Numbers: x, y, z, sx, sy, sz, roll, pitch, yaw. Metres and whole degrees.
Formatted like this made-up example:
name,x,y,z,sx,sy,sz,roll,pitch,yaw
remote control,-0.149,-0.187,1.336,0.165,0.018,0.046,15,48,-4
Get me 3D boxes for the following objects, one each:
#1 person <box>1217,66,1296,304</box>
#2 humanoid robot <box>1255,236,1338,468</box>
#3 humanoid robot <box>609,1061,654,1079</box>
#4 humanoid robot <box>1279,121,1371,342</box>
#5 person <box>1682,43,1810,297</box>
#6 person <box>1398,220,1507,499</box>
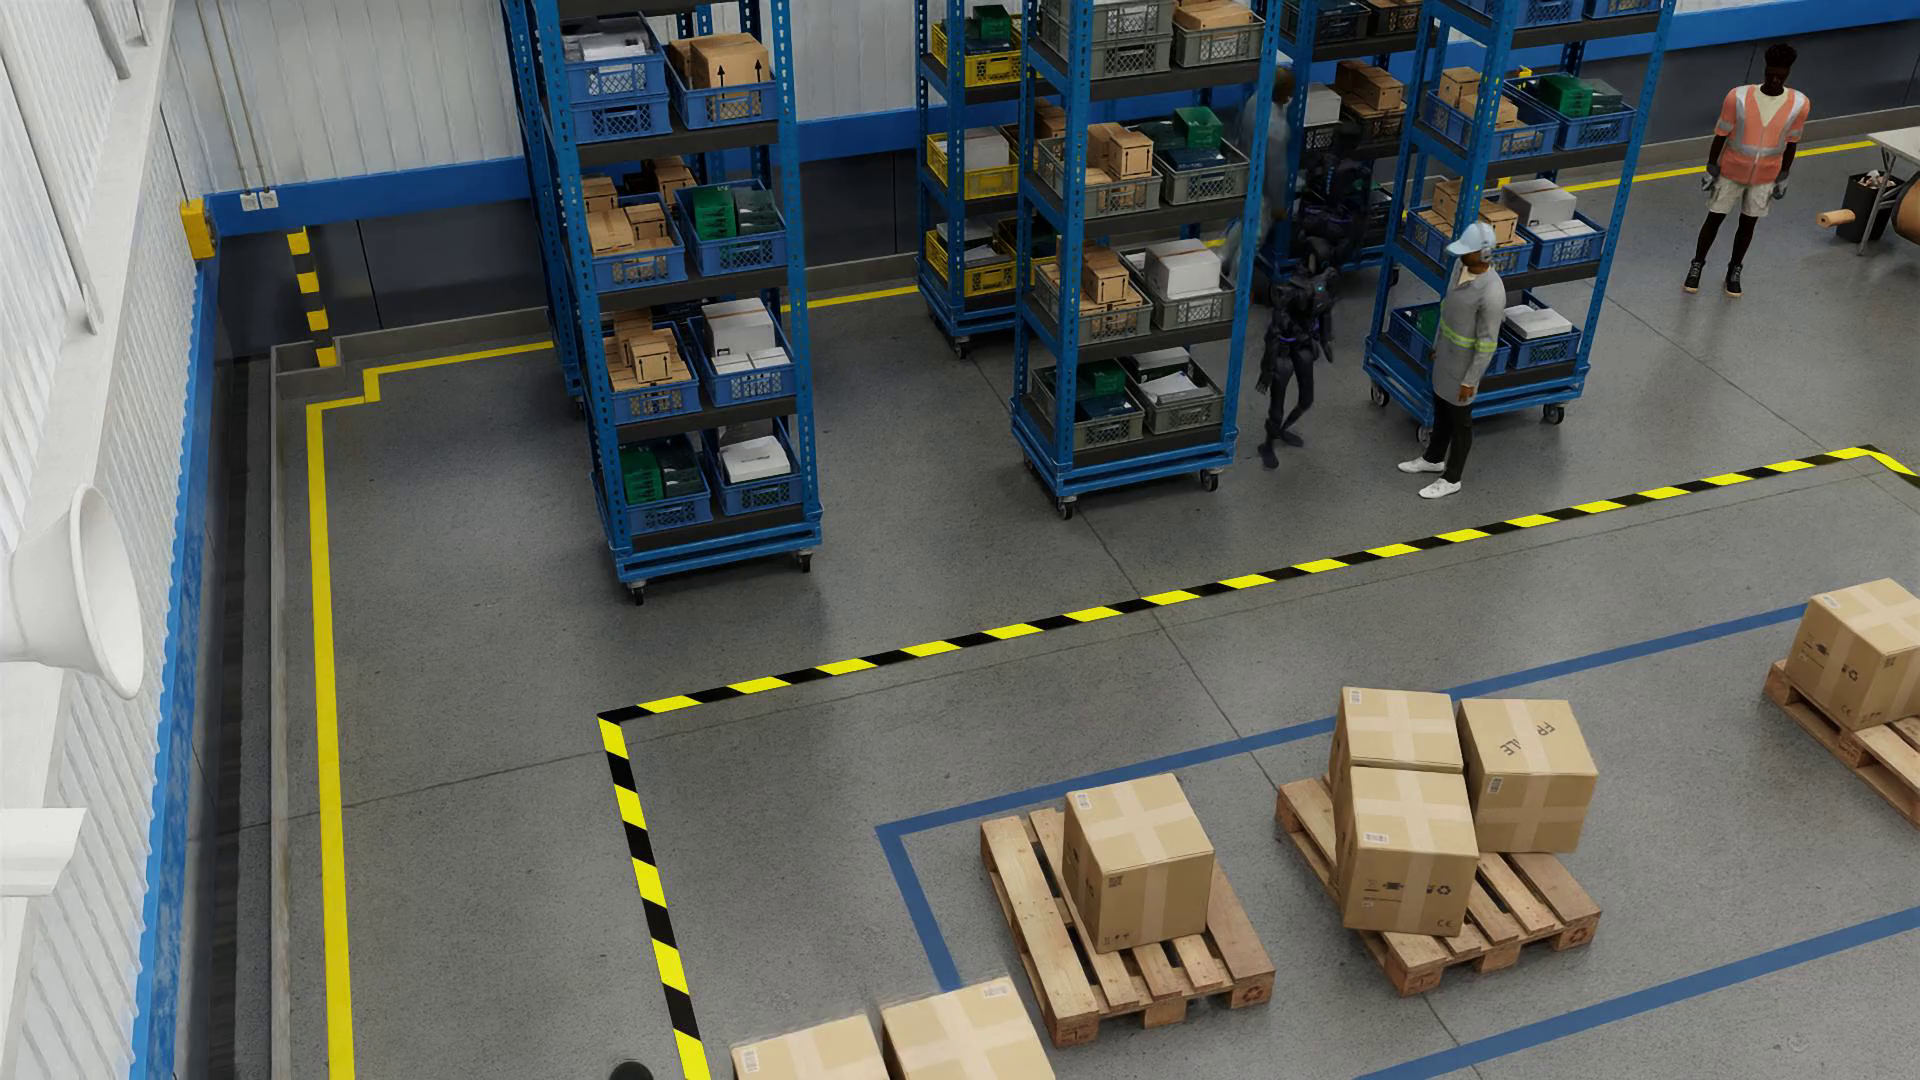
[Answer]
name,x,y,z,sx,sy,sz,roll,pitch,yaw
person,2.198,-2.620,12.359,0.456,1.897,0.692,-6,36,-9
humanoid robot,2.124,-1.210,10.550,0.611,1.635,0.415,-26,43,-32
humanoid robot,-1.063,2.282,5.637,0.611,1.642,0.739,-18,39,-23
humanoid robot,2.648,-2.204,11.964,0.596,1.638,0.349,27,43,33
person,5.927,-2.770,12.511,0.612,1.963,0.362,9,36,13
person,3.055,-1.115,10.264,0.384,1.851,0.588,-6,36,-8
